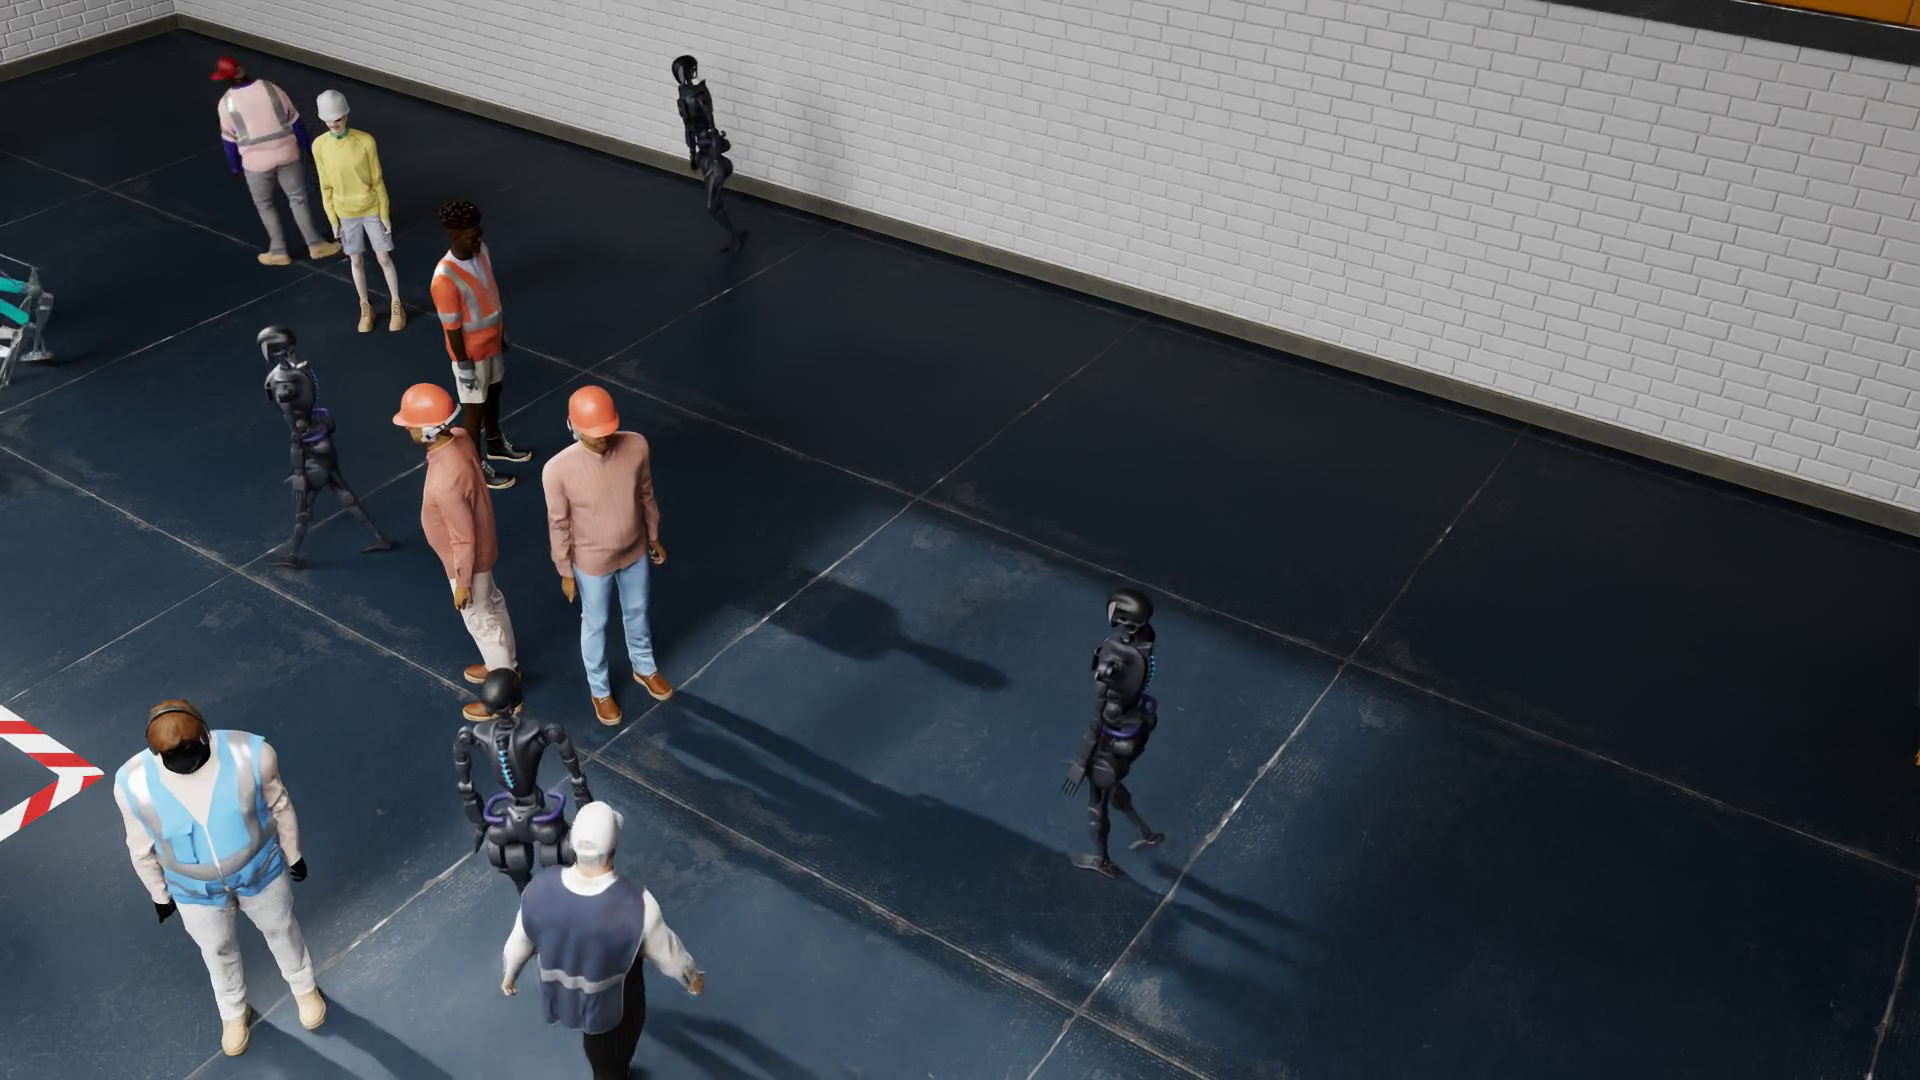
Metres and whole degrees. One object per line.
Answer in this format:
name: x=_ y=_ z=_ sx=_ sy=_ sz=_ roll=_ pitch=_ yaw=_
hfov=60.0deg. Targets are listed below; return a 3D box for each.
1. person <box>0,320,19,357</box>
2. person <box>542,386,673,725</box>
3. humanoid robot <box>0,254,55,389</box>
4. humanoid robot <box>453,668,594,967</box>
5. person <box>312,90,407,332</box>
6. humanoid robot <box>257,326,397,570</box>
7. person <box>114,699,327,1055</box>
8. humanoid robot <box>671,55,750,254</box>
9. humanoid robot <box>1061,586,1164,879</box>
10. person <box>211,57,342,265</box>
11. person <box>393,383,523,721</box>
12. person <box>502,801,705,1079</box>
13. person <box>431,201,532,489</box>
person: x=-7.241 y=-2.232 z=12.063 sx=0.310 sy=1.864 sz=0.529 roll=-3 pitch=35 yaw=-4
person: x=-1.813 y=0.068 z=8.663 sx=0.621 sy=1.991 sz=0.394 roll=-26 pitch=42 yaw=-32
humanoid robot: x=-6.780 y=-1.895 z=11.695 sx=0.844 sy=1.742 sz=0.547 roll=-20 pitch=40 yaw=-26
humanoid robot: x=-1.854 y=1.288 z=7.200 sx=0.606 sy=1.648 sz=0.438 roll=1 pitch=35 yaw=2
person: x=-4.465 y=-2.437 z=12.346 sx=0.469 sy=1.884 sz=0.403 roll=-7 pitch=36 yaw=-10
humanoid robot: x=-3.891 y=-0.549 z=9.857 sx=0.779 sy=1.620 sz=0.602 roll=-7 pitch=36 yaw=-10
person: x=-3.045 y=1.388 z=6.910 sx=0.633 sy=1.839 sz=0.429 roll=-15 pitch=38 yaw=-20
humanoid robot: x=-2.024 y=-3.128 z=13.514 sx=0.450 sy=1.628 sz=0.616 roll=-21 pitch=40 yaw=-27
humanoid robot: x=0.746 y=0.933 z=7.703 sx=0.430 sy=1.650 sz=0.596 roll=18 pitch=39 yaw=24
person: x=-5.500 y=-3.062 z=13.387 sx=0.721 sy=1.718 sz=0.417 roll=-19 pitch=39 yaw=-25
person: x=-2.594 y=0.067 z=8.665 sx=0.394 sy=1.991 sz=0.622 roll=-6 pitch=35 yaw=-8
person: x=-1.408 y=1.716 z=6.542 sx=0.742 sy=1.717 sz=0.635 roll=10 pitch=36 yaw=14
person: x=-3.066 y=-1.249 z=10.585 sx=0.378 sy=1.957 sz=0.597 roll=5 pitch=35 yaw=7
